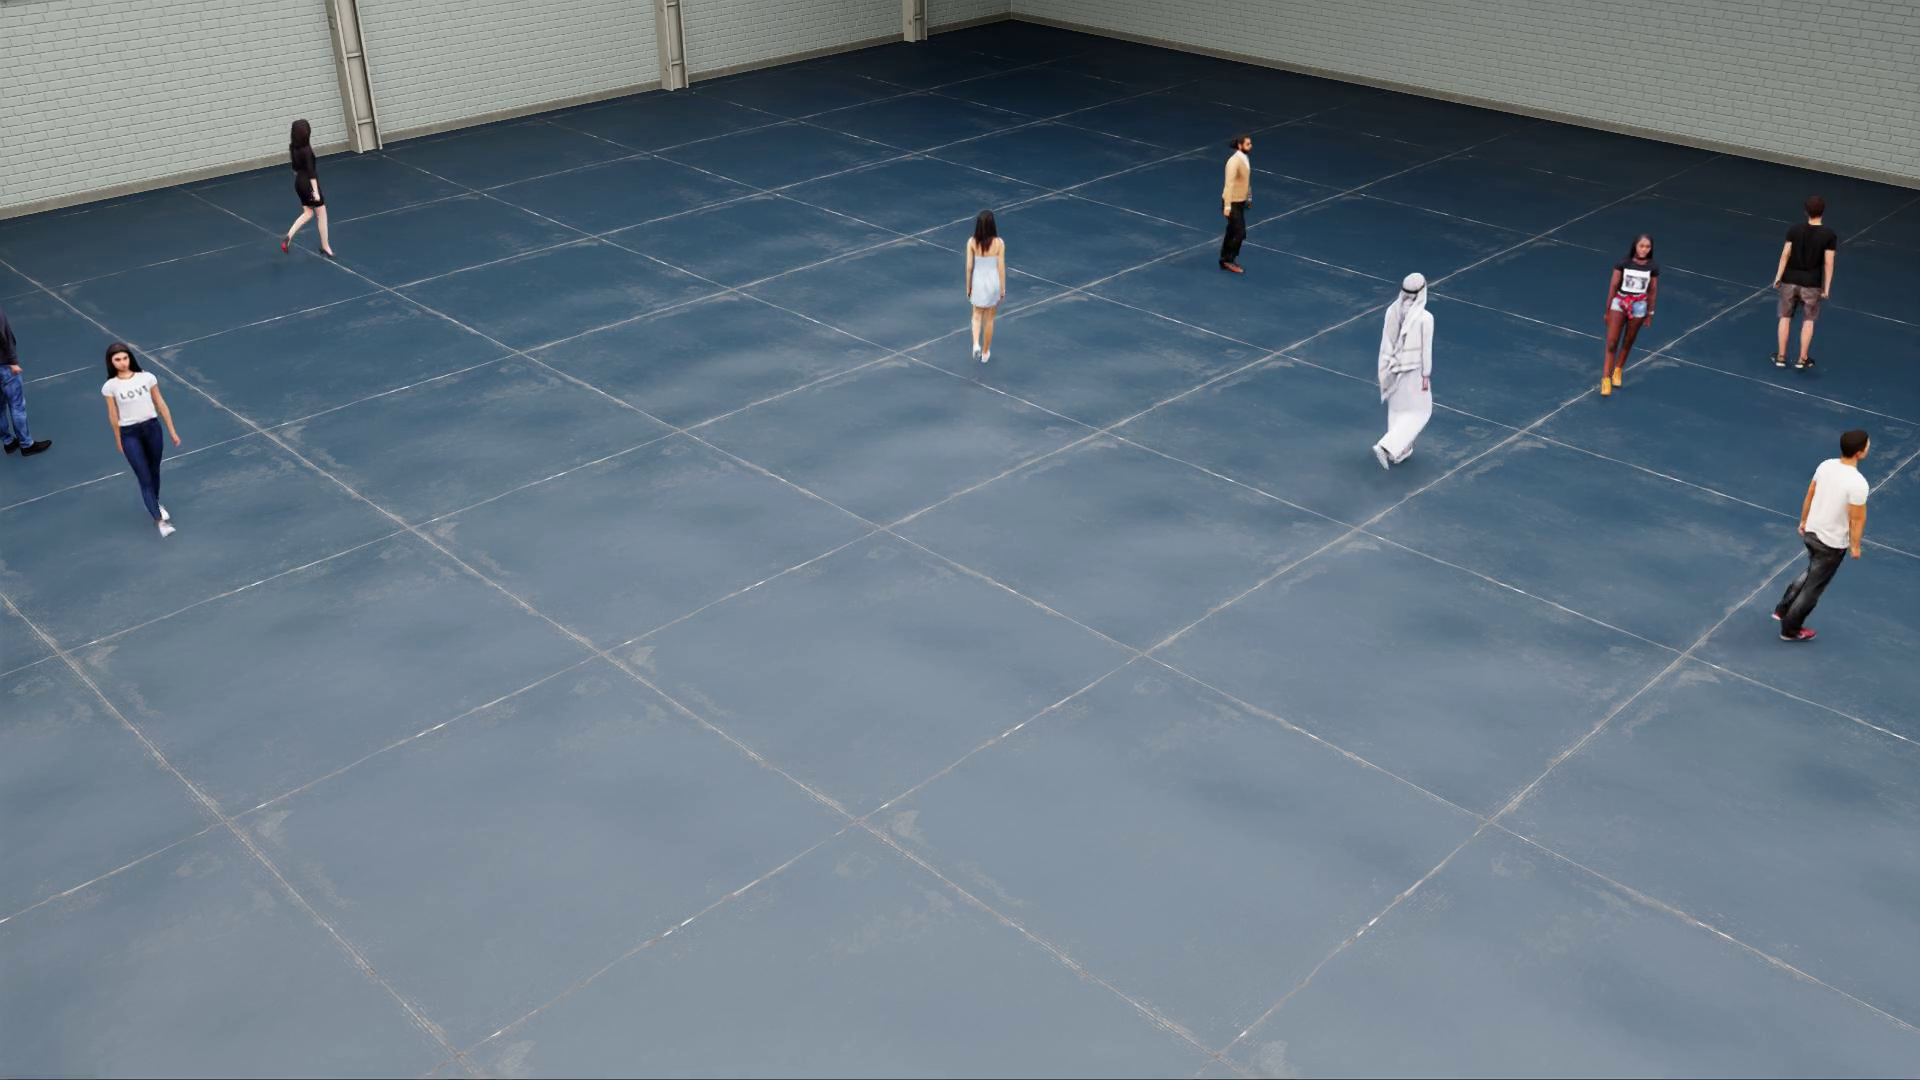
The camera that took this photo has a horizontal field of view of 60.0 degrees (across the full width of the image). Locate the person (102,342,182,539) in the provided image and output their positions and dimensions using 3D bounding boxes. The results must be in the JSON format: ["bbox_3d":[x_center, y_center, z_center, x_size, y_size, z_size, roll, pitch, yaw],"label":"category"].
[{"bbox_3d":[-7.190,-0.916,14.572,1.008,1.738,0.675,-25,37,-39],"label":"person"}]

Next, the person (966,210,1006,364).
[{"bbox_3d":[0.270,-2.691,17.927,0.832,1.719,0.919,3,28,6],"label":"person"}]

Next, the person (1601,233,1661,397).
[{"bbox_3d":[6.978,-2.385,17.375,0.927,1.697,1.105,8,29,14],"label":"person"}]

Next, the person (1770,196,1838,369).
[{"bbox_3d":[9.061,-2.744,17.911,0.818,1.827,0.742,24,37,38],"label":"person"}]

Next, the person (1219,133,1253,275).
[{"bbox_3d":[3.359,-4.200,20.731,0.813,1.746,0.664,14,31,24],"label":"person"}]

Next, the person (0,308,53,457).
[{"bbox_3d":[-9.231,-1.715,15.911,0.748,1.890,0.717,11,30,19],"label":"person"}]

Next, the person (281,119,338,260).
[{"bbox_3d":[-8.321,-4.381,21.029,0.635,1.784,0.924,23,35,36],"label":"person"}]

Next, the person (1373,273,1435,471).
[{"bbox_3d":[4.136,-1.543,15.566,0.945,1.911,0.696,-25,37,-38],"label":"person"}]

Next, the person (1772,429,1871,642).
[{"bbox_3d":[6.593,-0.014,12.823,0.815,1.790,0.771,-4,28,-7],"label":"person"}]
